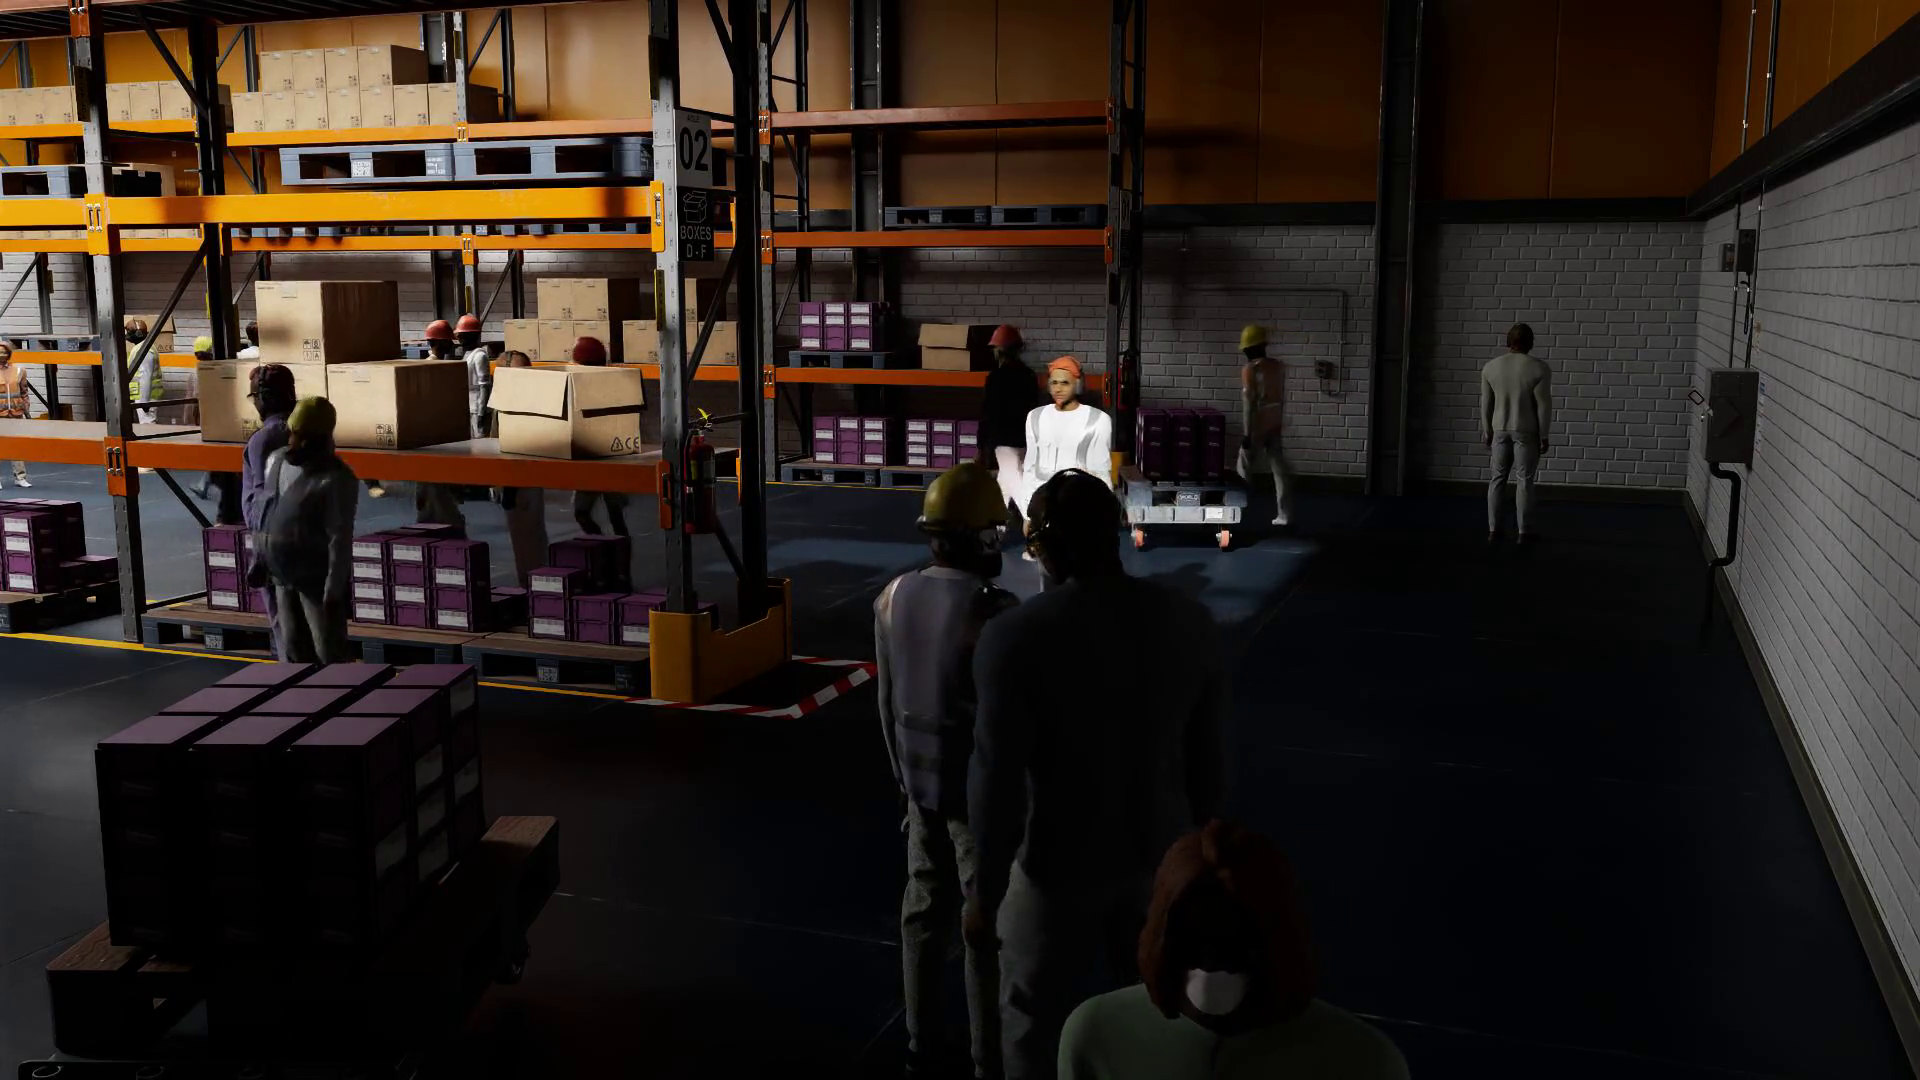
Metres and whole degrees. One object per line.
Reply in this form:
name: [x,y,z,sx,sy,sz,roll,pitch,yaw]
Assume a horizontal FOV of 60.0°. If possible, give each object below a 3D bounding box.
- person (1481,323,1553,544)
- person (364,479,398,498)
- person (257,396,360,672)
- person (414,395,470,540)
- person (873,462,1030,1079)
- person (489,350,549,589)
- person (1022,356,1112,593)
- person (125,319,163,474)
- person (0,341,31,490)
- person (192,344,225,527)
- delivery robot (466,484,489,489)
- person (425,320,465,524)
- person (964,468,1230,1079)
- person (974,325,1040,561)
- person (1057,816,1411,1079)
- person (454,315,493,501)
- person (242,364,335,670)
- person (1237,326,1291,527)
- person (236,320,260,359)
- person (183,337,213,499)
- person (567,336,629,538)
person: [4.896,-0.935,14.651,0.631,1.940,0.372,7,12,39]
person: [-6.222,-1.451,17.569,0.708,2.000,0.542,-7,11,-37]
person: [-3.164,0.190,8.090,0.672,1.785,0.409,7,11,36]
person: [-3.729,-0.366,11.886,0.902,1.678,0.525,-2,9,-9]
person: [0.029,0.692,4.757,0.586,1.836,0.404,9,12,43]
person: [-3.062,-0.395,11.564,0.429,1.841,0.634,0,9,2]
person: [0.642,-0.164,10.001,0.579,1.879,0.348,5,10,29]
person: [-9.736,-1.707,19.842,0.429,1.837,0.624,-4,10,-26]
person: [-10.528,-1.374,18.352,0.314,1.636,0.517,8,12,41]
person: [-6.799,-0.993,15.386,0.554,1.822,0.656,-1,9,-4]
delivery robot: [-4.977,-0.739,17.457,0.707,0.478,0.477,6,11,34]
person: [-4.872,-1.101,15.696,0.357,1.936,0.551,-2,9,-14]
person: [0.325,0.783,3.982,0.661,1.900,0.677,-2,9,-14]
person: [0.430,-0.813,13.875,1.031,1.951,0.631,7,12,39]
person: [0.367,1.178,2.358,0.497,1.628,0.270,3,9,16]
person: [-5.093,-1.380,17.447,0.376,1.939,0.547,-5,10,-30]
person: [-3.512,0.037,8.667,0.408,1.903,0.638,1,9,8]
person: [2.781,-1.072,15.696,0.640,1.870,0.923,-7,11,-37]
person: [-7.605,-1.452,18.110,0.511,1.872,0.329,2,9,10]
person: [-7.756,-1.227,17.158,0.933,1.709,0.546,4,10,26]
person: [-2.648,-0.553,12.347,0.411,1.913,0.605,7,11,36]
